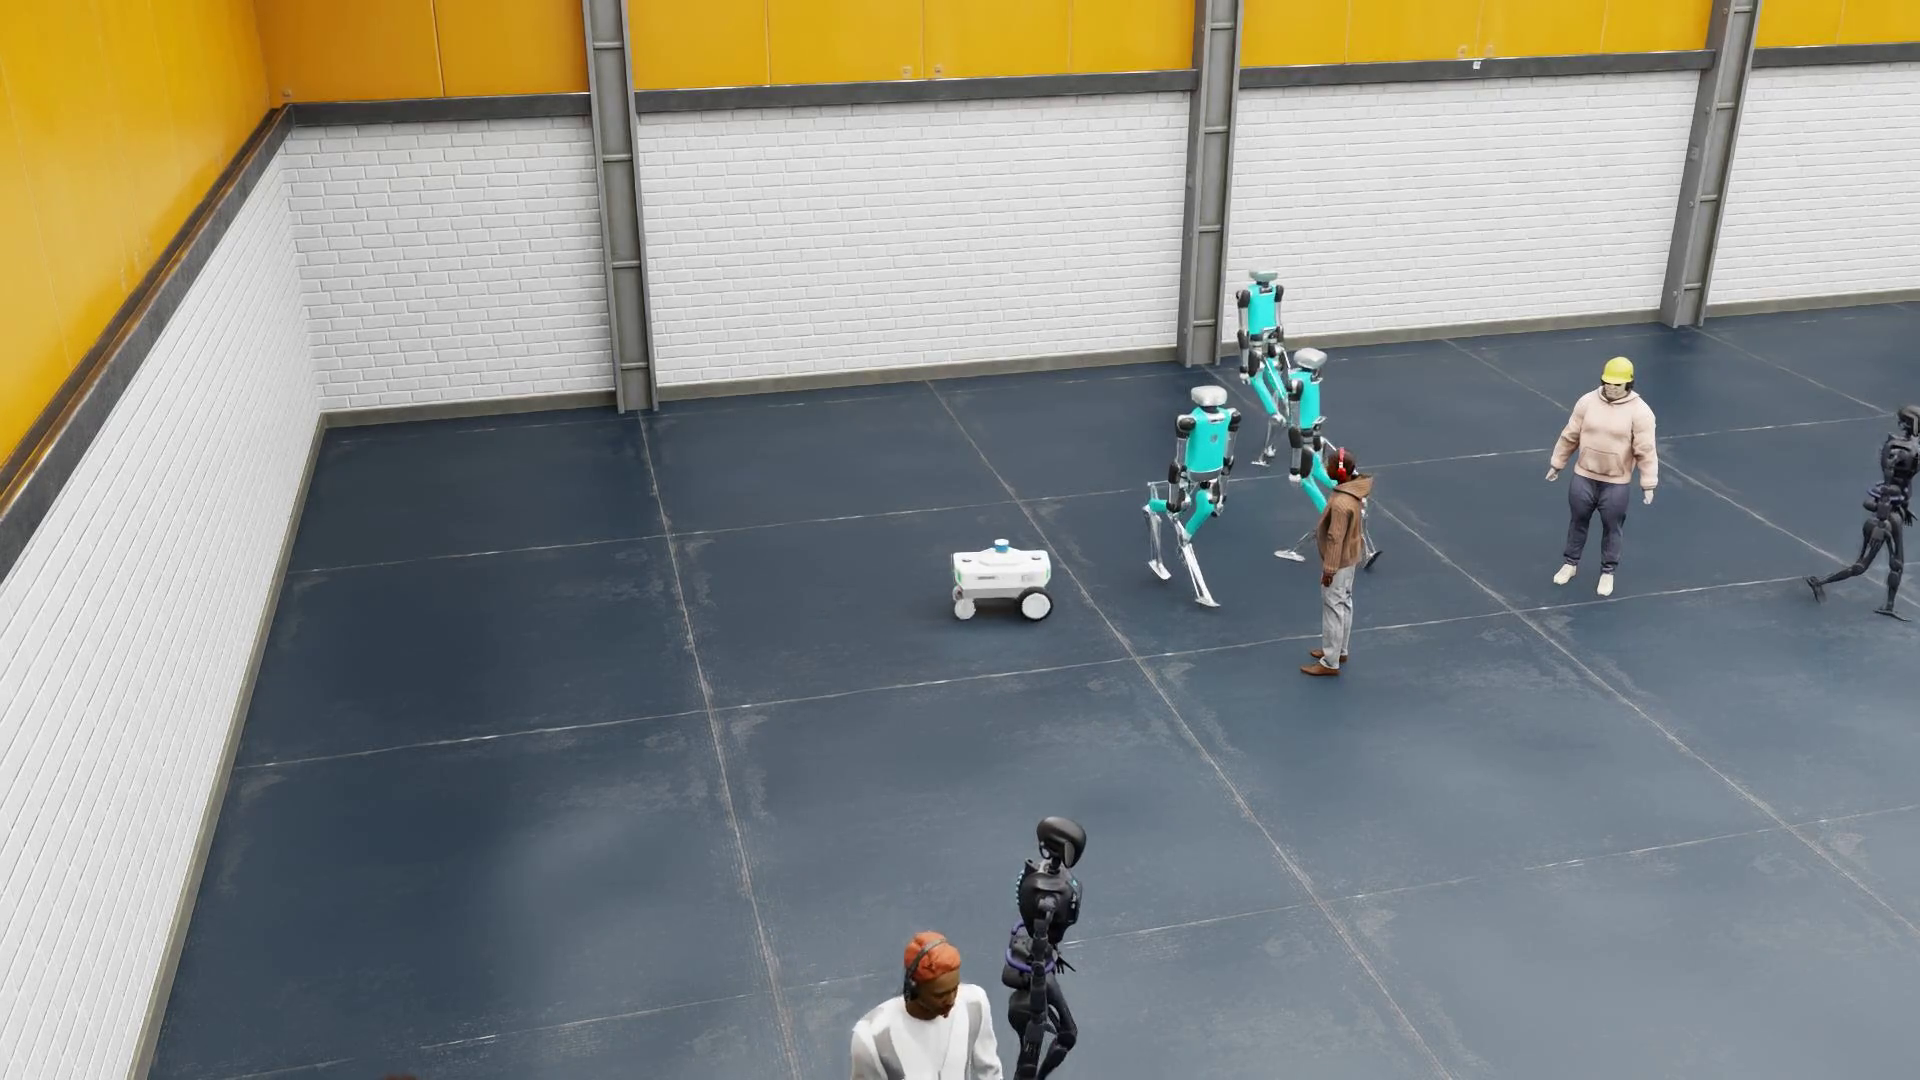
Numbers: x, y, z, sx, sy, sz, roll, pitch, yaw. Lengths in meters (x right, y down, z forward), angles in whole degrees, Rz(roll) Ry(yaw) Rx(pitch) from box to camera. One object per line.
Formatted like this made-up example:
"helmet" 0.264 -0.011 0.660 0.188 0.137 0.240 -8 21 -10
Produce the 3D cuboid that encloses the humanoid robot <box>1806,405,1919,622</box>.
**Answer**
"humanoid robot" 6.742 -0.230 12.168 0.704 1.635 0.611 22 32 40

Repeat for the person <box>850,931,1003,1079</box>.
"person" -0.054 2.295 6.170 0.606 1.859 0.786 -15 28 -31

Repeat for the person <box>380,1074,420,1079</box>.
"person" -1.775 2.593 5.637 0.405 1.747 0.557 -2 24 -4

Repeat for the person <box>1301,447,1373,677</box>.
"person" 2.574 0.151 11.309 0.327 1.648 0.462 10 26 22

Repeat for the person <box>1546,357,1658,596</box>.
"person" 4.853 -0.501 12.532 0.795 1.858 0.442 18 29 34

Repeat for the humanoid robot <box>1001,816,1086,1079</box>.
"humanoid robot" 0.340 1.913 7.271 0.379 1.635 0.609 4 24 9

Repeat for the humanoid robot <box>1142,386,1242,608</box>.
"humanoid robot" 1.671 -0.378 12.447 0.545 1.750 1.036 -11 26 -24

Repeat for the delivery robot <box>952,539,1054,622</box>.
"delivery robot" 0.332 0.286 12.358 0.775 0.596 0.499 -2 24 -4

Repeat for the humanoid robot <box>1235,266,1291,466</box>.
"humanoid robot" 2.852 -1.535 15.038 0.560 1.793 0.792 -17 29 -33

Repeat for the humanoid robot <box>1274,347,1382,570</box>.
"humanoid robot" 2.951 -0.574 12.848 0.964 1.764 0.541 13 27 27
